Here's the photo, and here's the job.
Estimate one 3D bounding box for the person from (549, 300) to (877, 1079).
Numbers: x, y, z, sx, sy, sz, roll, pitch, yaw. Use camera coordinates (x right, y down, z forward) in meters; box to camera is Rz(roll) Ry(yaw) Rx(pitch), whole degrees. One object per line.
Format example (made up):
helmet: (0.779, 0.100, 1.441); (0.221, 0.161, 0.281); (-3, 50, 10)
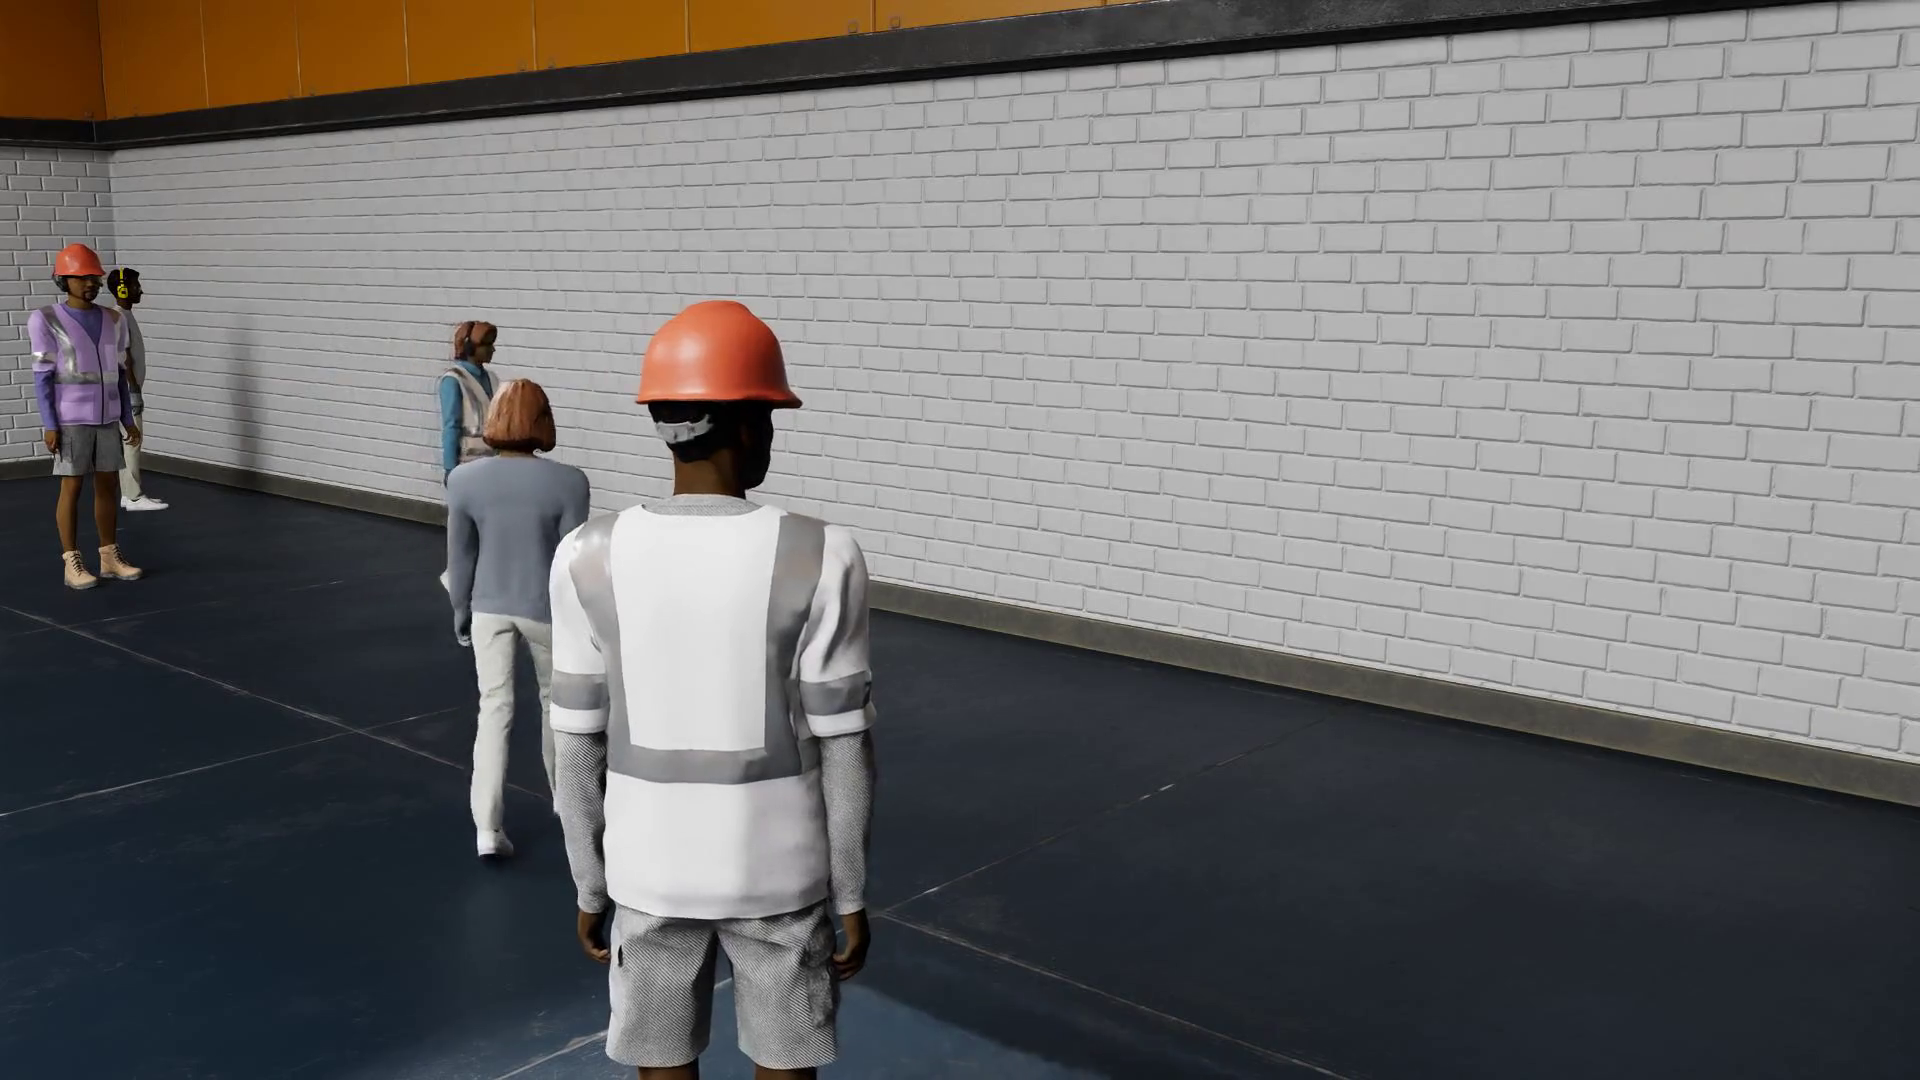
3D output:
person: (-0.412, 0.563, 2.879); (0.548, 1.934, 0.376); (1, 10, 5)

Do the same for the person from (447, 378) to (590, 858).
person: (-1.494, 0.248, 5.641); (0.510, 1.593, 0.833); (0, 10, 1)

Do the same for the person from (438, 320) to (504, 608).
person: (-2.656, -0.396, 9.198); (0.371, 1.623, 0.549); (2, 10, 13)

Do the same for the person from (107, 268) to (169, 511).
person: (-6.407, -1.162, 12.883); (0.329, 1.872, 0.511); (-6, 12, -32)

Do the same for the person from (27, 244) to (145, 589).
person: (-5.215, -0.739, 9.978); (0.379, 2.045, 0.605); (5, 11, 27)
